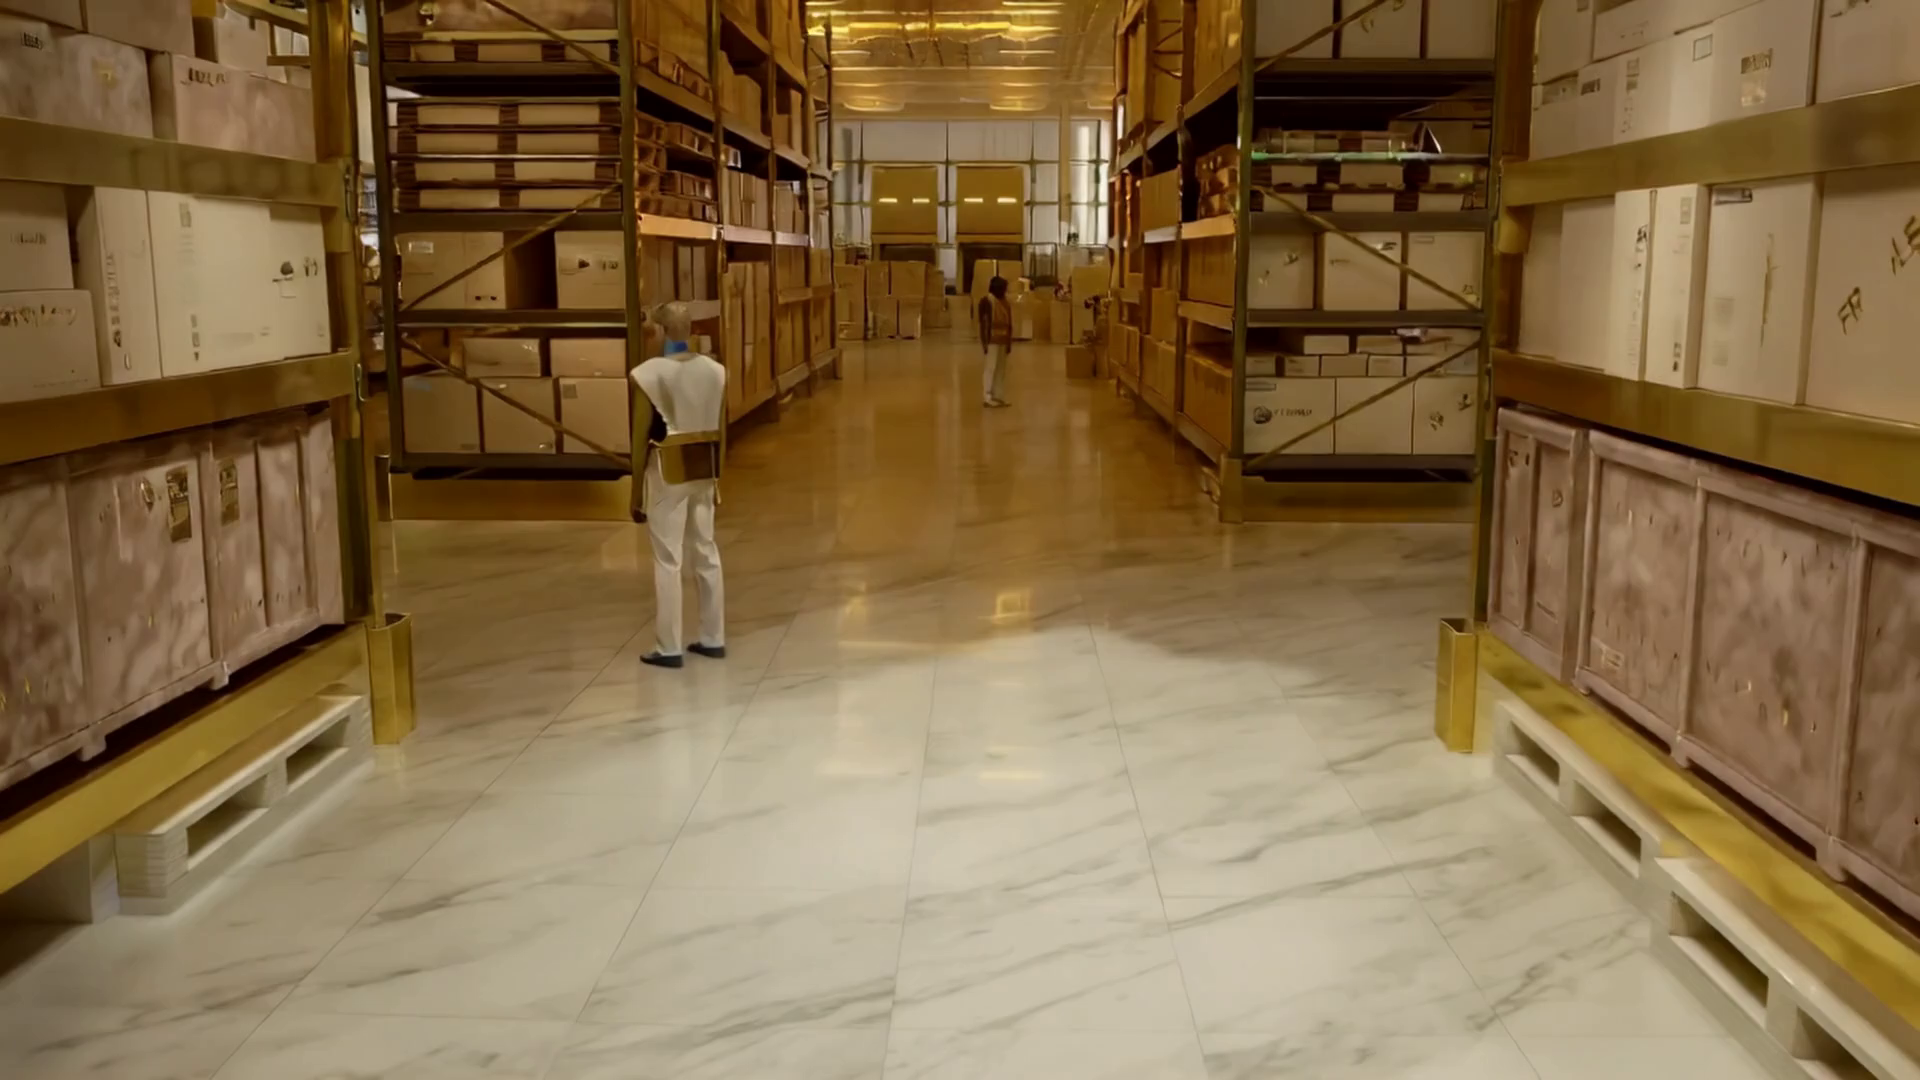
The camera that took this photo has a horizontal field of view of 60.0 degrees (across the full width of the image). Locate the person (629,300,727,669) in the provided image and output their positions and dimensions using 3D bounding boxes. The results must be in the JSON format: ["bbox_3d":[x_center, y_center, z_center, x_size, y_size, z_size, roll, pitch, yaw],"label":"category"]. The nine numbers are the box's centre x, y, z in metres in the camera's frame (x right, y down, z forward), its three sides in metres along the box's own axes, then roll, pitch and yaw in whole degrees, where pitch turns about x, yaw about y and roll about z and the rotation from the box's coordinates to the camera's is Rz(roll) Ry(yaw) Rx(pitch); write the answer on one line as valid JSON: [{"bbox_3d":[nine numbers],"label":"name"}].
[{"bbox_3d":[-1.390,-0.275,8.340,0.381,1.836,0.564,9,13,42],"label":"person"}]

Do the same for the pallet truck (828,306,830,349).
[{"bbox_3d":[-3.100,-3.940,29.800,1.885,1.965,0.823,3,10,19],"label":"pallet truck"}]

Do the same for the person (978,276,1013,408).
[{"bbox_3d":[0.518,-2.769,23.273,0.430,1.838,0.619,6,11,34],"label":"person"}]

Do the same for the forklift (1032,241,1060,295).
[{"bbox_3d":[3.181,-9.726,61.820,1.129,2.768,1.873,0,9,1],"label":"forklift"}]

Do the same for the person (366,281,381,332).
[{"bbox_3d":[-11.337,-4.165,32.108,0.391,1.670,0.552,-3,10,-17],"label":"person"}]
